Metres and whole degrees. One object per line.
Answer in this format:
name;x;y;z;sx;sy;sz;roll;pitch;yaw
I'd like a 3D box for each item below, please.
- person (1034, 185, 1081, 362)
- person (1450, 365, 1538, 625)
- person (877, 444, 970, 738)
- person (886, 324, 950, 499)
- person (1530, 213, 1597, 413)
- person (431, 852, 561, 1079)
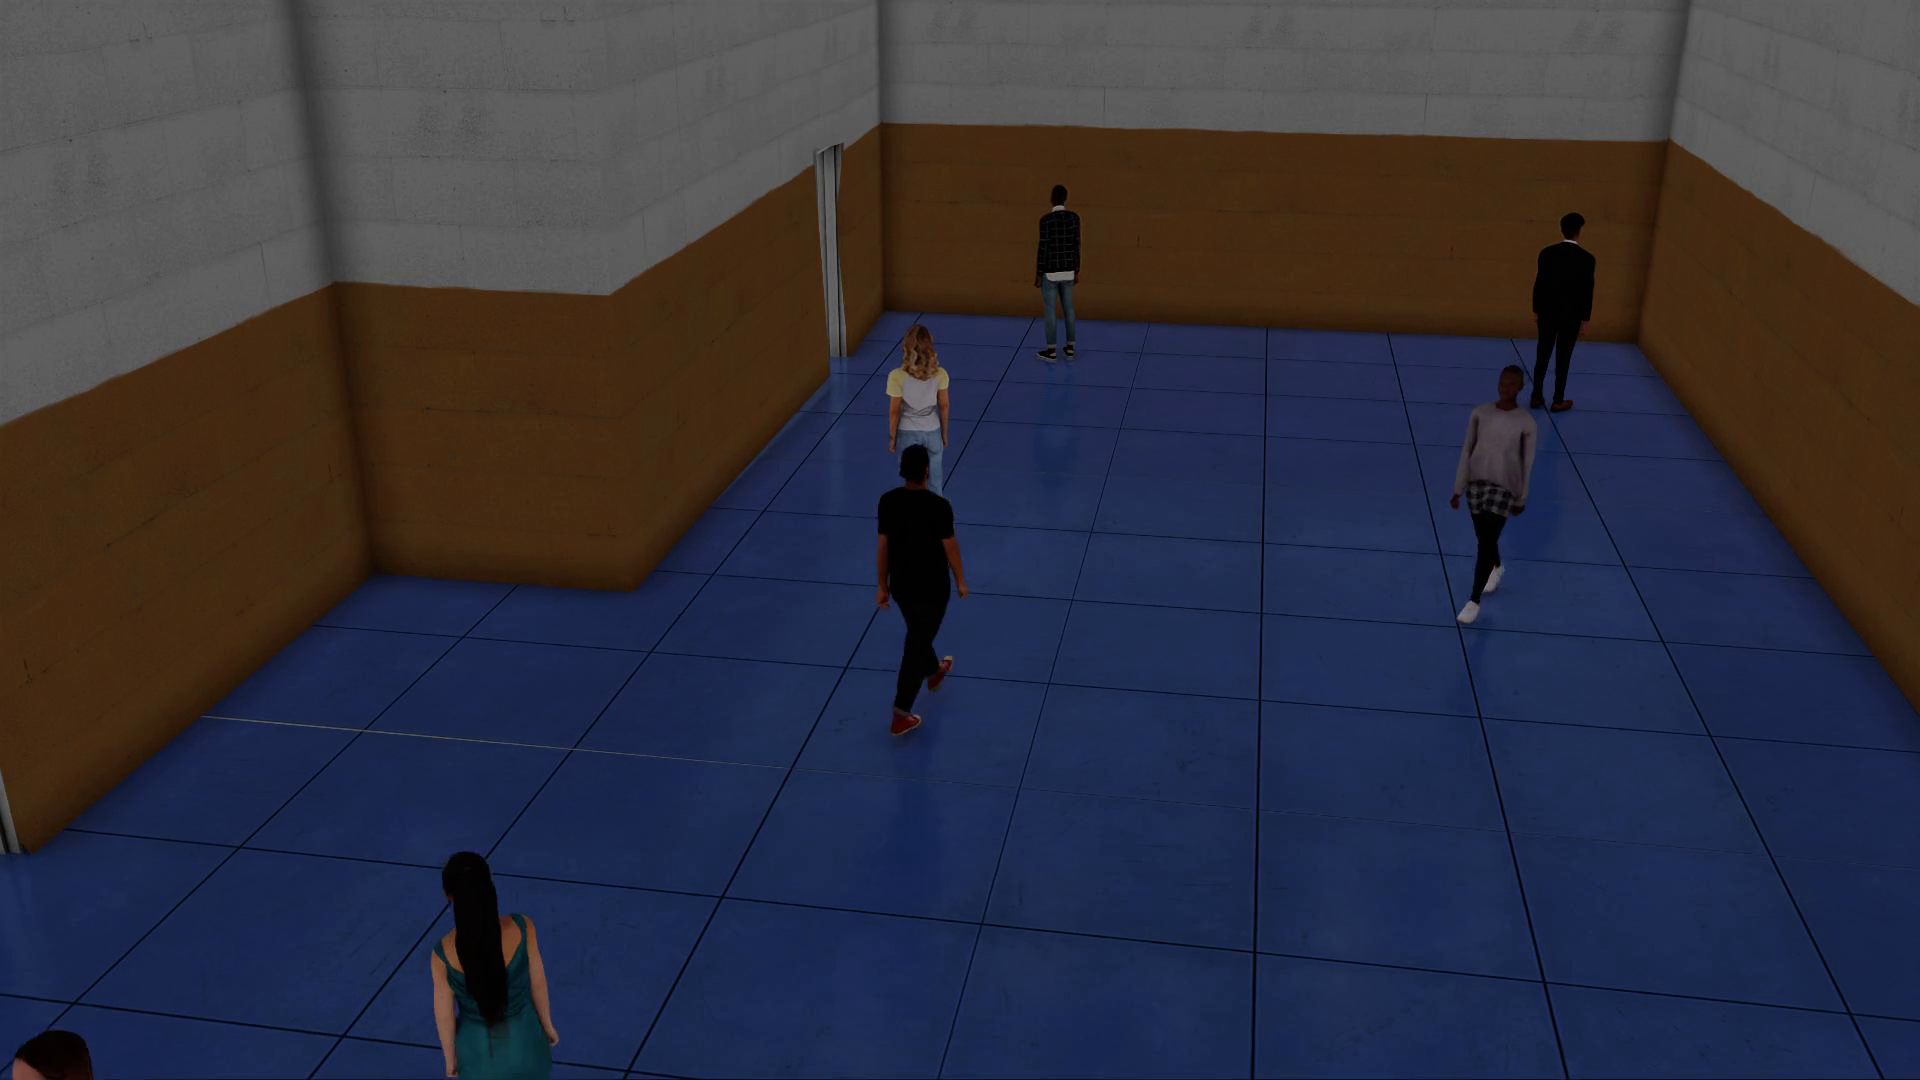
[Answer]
person;1.030;-2.806;17.448;0.695;1.819;0.805;-10;24;-24
person;3.692;-0.355;11.461;1.189;1.734;1.076;17;28;37
person;-0.275;0.333;9.781;1.169;1.711;0.970;12;25;28
person;-0.302;-0.773;12.498;0.627;1.723;0.764;-5;22;-13
person;5.678;-2.158;15.749;0.678;1.883;0.835;16;27;35
person;-1.634;1.889;5.961;0.745;1.672;0.797;-9;24;-21
